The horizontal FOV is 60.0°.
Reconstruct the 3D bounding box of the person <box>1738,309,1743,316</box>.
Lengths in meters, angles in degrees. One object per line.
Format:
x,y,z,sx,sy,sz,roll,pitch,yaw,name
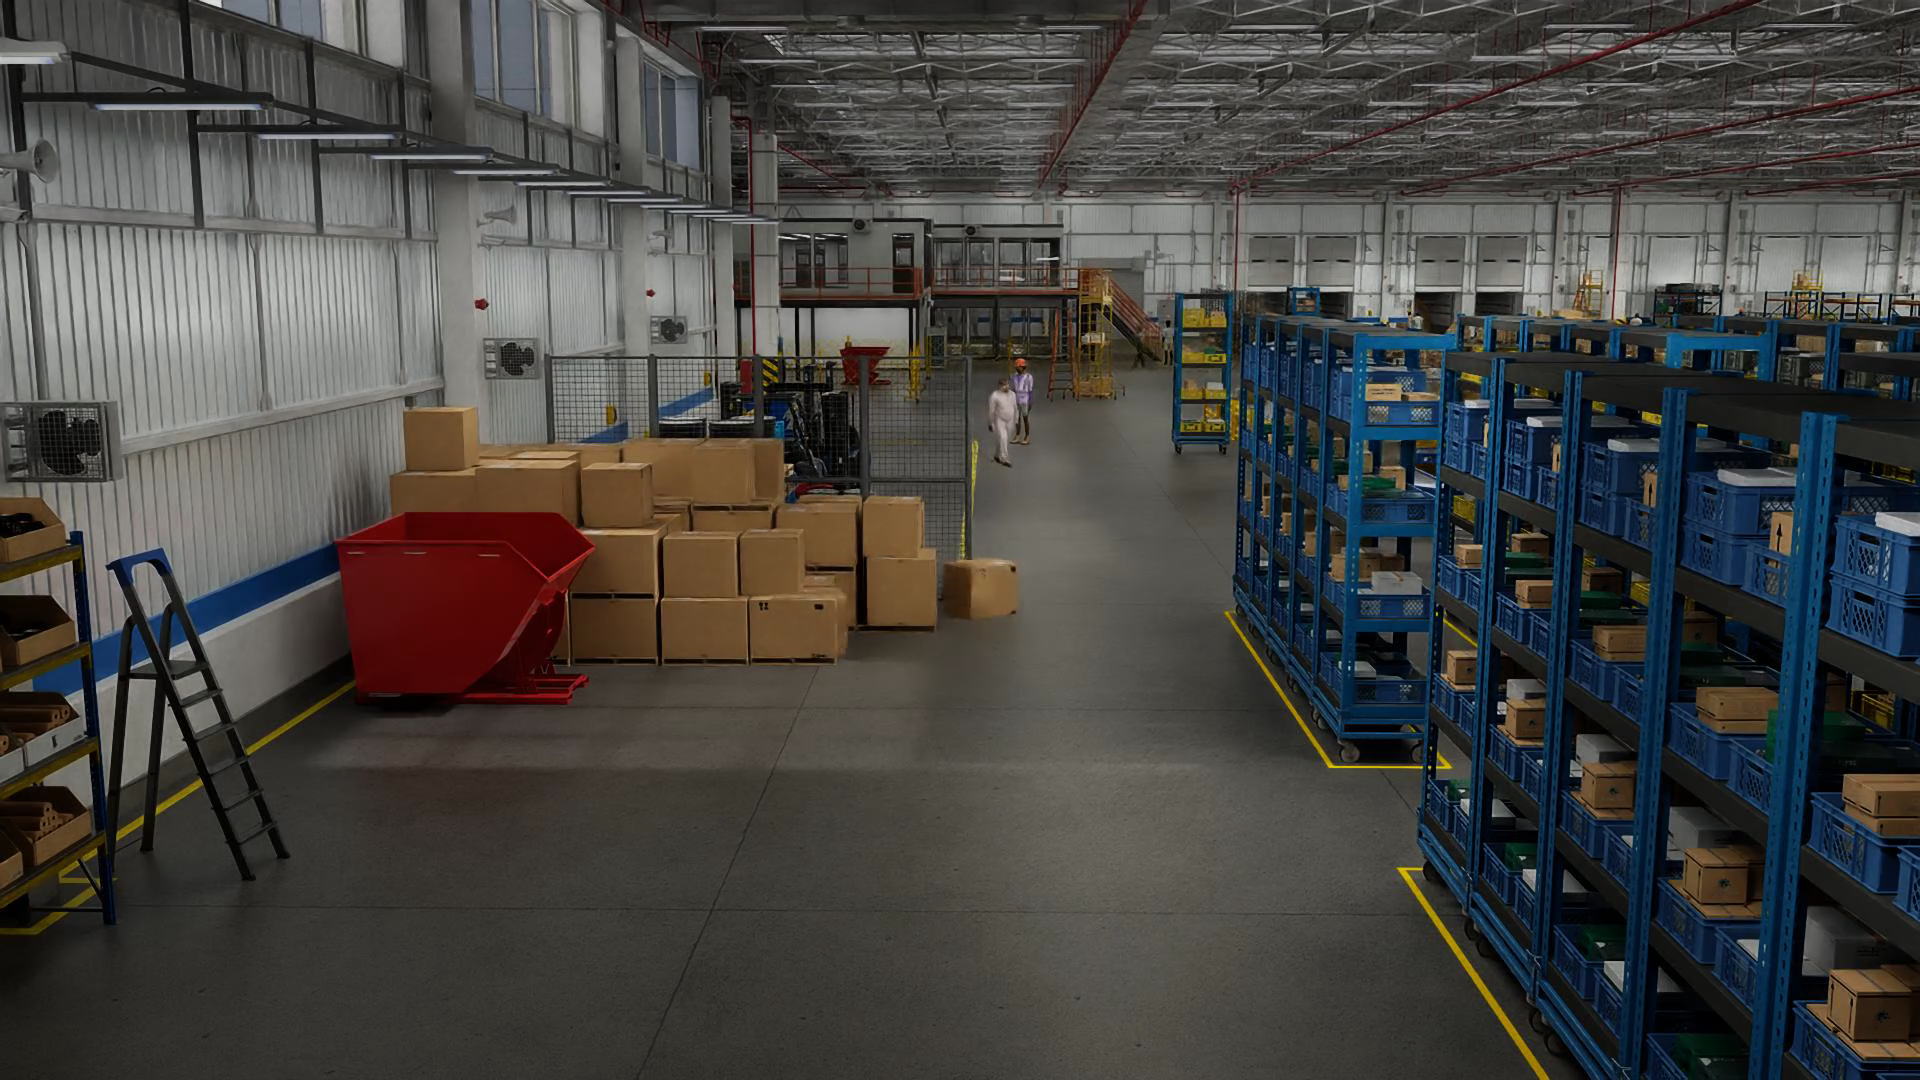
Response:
44.251,-12.130,94.297,0.547,1.934,0.376,-2,9,-13,person

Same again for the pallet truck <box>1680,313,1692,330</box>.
36.315,-10.531,84.244,0.823,1.965,1.885,-6,11,-33,pallet truck

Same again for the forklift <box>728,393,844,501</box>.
-2.979,-1.316,26.476,2.680,1.987,1.157,0,9,1,forklift

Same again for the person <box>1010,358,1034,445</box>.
1.433,-3.266,39.283,0.616,2.041,0.379,7,12,37,person

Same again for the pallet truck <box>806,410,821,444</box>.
-3.559,-2.018,33.905,1.522,1.261,0.704,0,9,-1,pallet truck

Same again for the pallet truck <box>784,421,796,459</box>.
-4.013,-1.793,32.705,1.601,1.201,0.680,0,9,1,pallet truck

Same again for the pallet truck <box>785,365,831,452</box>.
-3.774,-2.976,37.635,1.885,1.965,0.823,1,9,5,pallet truck

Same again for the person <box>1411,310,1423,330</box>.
24.791,-11.470,90.183,0.602,1.949,0.391,2,9,10,person

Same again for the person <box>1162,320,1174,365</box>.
9.019,-8.541,72.077,0.608,1.959,0.380,-3,10,-19,person

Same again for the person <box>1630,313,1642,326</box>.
34.657,-10.671,85.282,0.358,1.938,0.636,-8,12,-42,person

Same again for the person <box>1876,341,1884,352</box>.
33.377,-6.579,60.132,0.592,1.914,0.556,-1,9,-8,person

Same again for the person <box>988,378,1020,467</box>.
0.886,-2.506,35.138,0.642,1.873,0.896,-6,11,-34,person

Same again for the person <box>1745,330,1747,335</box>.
38.047,-9.951,81.168,0.429,1.838,0.621,-7,11,-36,person

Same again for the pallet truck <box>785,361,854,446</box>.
-3.410,-3.193,38.978,1.885,1.965,0.823,0,9,-1,pallet truck

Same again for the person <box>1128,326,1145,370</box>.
7.313,-7.909,68.680,0.966,1.791,0.538,-6,11,-32,person

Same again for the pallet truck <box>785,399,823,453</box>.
-3.814,-2.432,36.419,1.630,1.274,0.653,0,9,1,pallet truck

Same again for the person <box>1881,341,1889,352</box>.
32.248,-6.141,57.789,0.795,1.803,0.598,6,11,31,person

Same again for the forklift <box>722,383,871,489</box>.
-2.893,-1.687,28.729,2.680,1.987,1.157,0,9,-1,forklift

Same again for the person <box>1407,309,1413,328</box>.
25.584,-12.170,94.608,0.395,1.918,0.591,5,11,29,person

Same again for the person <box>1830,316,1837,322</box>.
43.167,-10.171,82.408,0.986,1.873,0.595,0,9,-2,person

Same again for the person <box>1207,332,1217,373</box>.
10.128,-7.588,66.830,0.439,1.749,0.536,3,10,19,person
